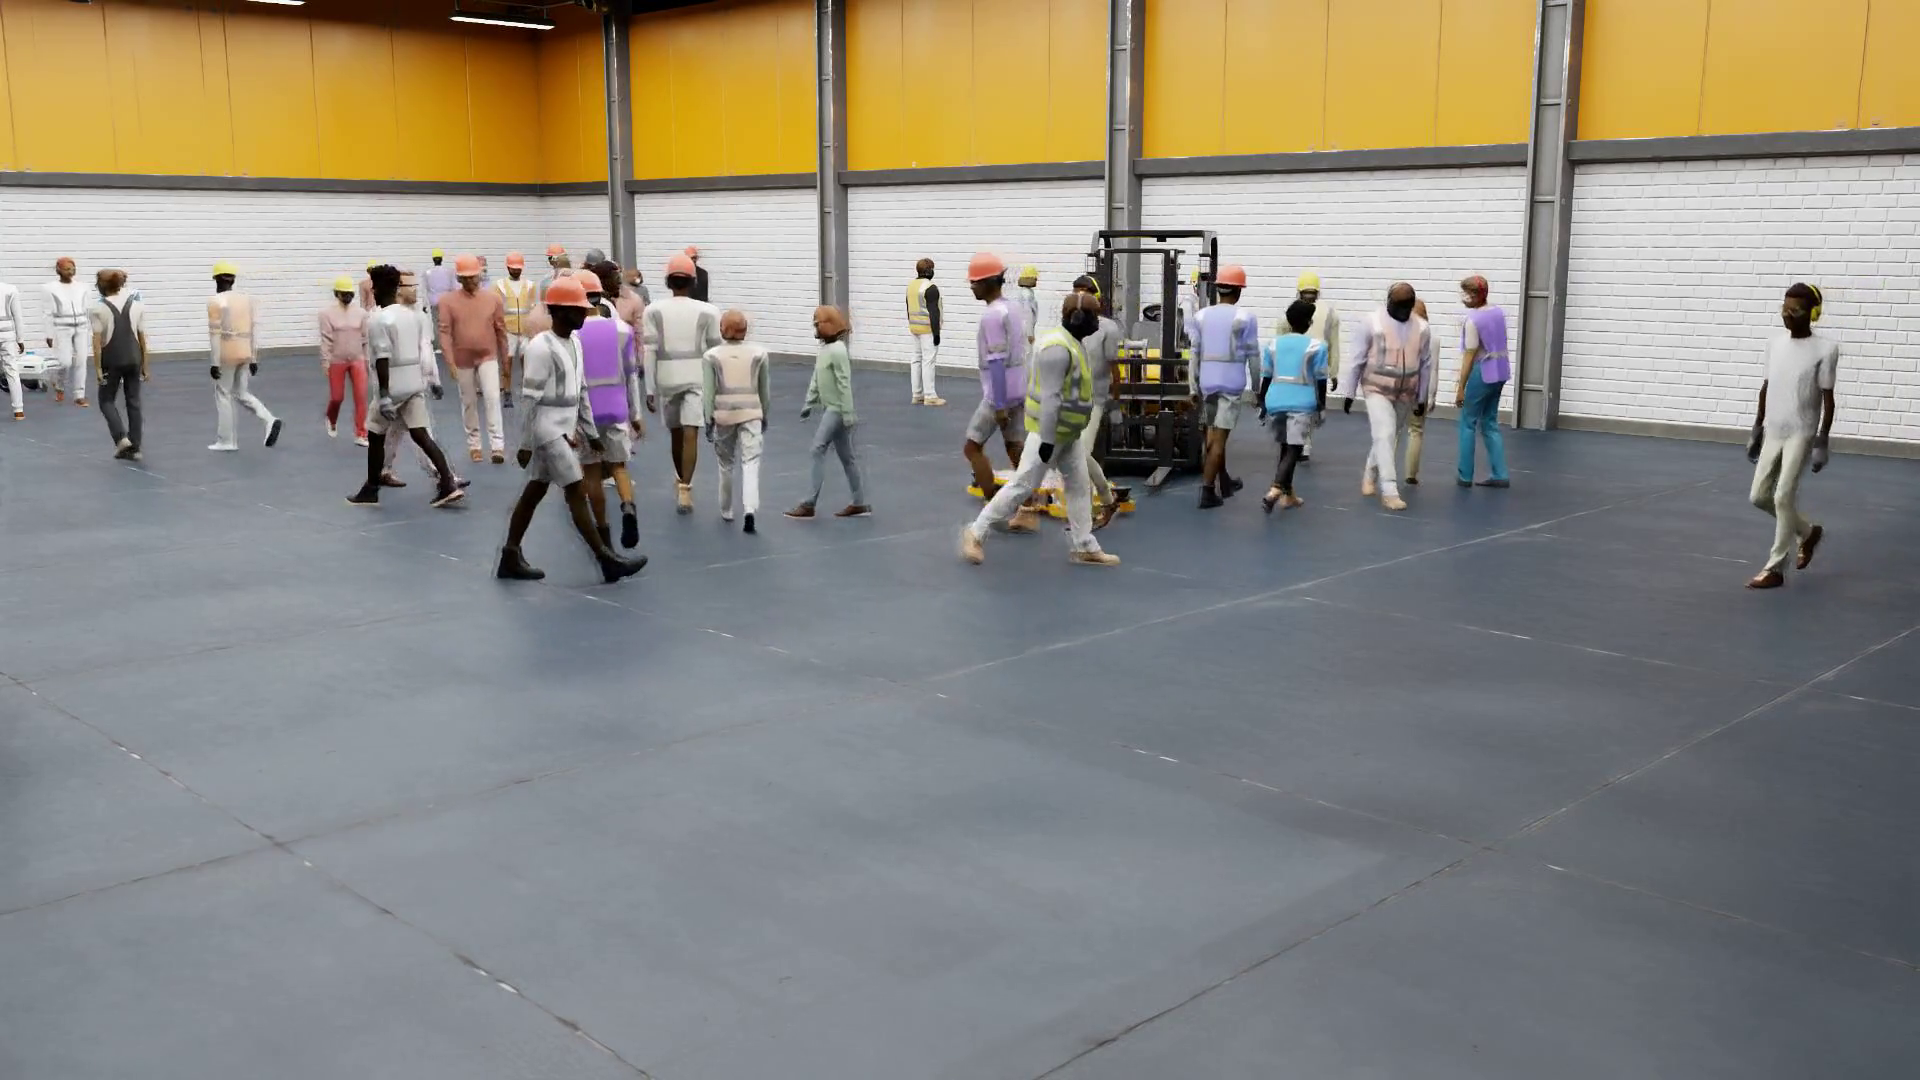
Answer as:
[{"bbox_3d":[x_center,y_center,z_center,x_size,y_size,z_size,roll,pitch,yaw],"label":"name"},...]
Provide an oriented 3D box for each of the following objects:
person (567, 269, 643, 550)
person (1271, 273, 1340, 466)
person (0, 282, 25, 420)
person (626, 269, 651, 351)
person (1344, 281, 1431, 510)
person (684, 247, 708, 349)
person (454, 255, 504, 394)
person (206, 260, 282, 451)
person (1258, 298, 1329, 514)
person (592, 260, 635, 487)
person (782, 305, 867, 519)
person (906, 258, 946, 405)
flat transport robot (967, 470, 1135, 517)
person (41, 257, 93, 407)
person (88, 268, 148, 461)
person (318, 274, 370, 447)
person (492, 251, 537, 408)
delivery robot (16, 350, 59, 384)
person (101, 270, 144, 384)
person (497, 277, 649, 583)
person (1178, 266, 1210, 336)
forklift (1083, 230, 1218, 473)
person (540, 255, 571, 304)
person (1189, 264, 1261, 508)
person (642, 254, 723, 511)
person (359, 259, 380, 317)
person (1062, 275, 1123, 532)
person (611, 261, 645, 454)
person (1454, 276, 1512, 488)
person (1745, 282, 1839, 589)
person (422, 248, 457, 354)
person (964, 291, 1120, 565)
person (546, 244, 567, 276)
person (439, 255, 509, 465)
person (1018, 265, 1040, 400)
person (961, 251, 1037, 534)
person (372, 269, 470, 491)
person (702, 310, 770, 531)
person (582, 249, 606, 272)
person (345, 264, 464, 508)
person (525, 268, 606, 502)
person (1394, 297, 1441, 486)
[{"bbox_3d":[-2.375,-0.836,11.058,0.583,1.912,0.654,-5,12,-27],"label":"person"},{"bbox_3d":[3.227,-1.610,15.632,0.612,1.783,0.919,0,10,-2],"label":"person"},{"bbox_3d":[-11.074,-2.297,19.098,0.584,1.881,0.337,-8,13,-38],"label":"person"},{"bbox_3d":[-5.190,-3.548,26.714,0.849,1.587,0.512,9,14,41],"label":"person"},{"bbox_3d":[3.400,-1.179,13.303,0.670,1.783,0.963,-3,11,-14],"label":"person"},{"bbox_3d":[-4.429,-3.929,27.870,0.626,1.951,1.047,-10,14,-44],"label":"person"},{"bbox_3d":[-6.351,-2.858,22.208,0.952,1.856,0.642,6,12,29],"label":"person"},{"bbox_3d":[-7.125,-1.815,16.450,0.711,1.896,0.595,3,11,17],"label":"person"},{"bbox_3d":[2.507,-1.010,12.695,0.551,1.655,0.775,8,13,36],"label":"person"},{"bbox_3d":[-3.025,-1.410,14.176,0.391,1.916,0.587,-3,11,-18],"label":"person"},{"bbox_3d":[-1.051,-0.947,12.482,0.762,1.604,0.514,-2,11,-13],"label":"person"},{"bbox_3d":[-0.421,-2.623,20.985,0.429,1.846,0.633,-7,12,-32],"label":"person"},{"bbox_3d":[0.698,-0.393,13.117,0.652,0.197,1.431,-6,12,-30],"label":"flat transport robot"},{"bbox_3d":[-11.090,-2.587,20.725,0.460,1.865,0.580,9,13,39],"label":"person"},{"bbox_3d":[-7.912,-1.643,15.689,0.395,1.827,0.536,9,14,41],"label":"person"},{"bbox_3d":[-6.257,-1.829,16.911,0.521,1.739,0.663,-8,13,-36],"label":"person"},{"bbox_3d":[-5.515,-2.615,20.699,0.543,1.933,0.363,-6,12,-28],"label":"person"},{"bbox_3d":[-12.686,-2.348,22.725,0.707,0.478,0.477,4,11,15],"label":"delivery robot"},{"bbox_3d":[-12.080,-3.075,24.016,0.523,1.636,0.311,-6,12,-28],"label":"person"},{"bbox_3d":[-2.430,-0.661,10.191,1.014,1.872,0.539,1,10,6],"label":"person"},{"bbox_3d":[2.494,-1.928,17.225,0.403,1.833,0.586,7,13,34],"label":"person"},{"bbox_3d":[1.804,-1.825,15.677,1.214,2.155,2.313,2,11,13],"label":"forklift"},{"bbox_3d":[-5.308,-2.884,22.359,0.643,1.871,1.019,-2,11,-8],"label":"person"},{"bbox_3d":[2.156,-1.227,13.211,0.549,1.894,0.922,8,13,38],"label":"person"},{"bbox_3d":[-2.161,-1.239,13.073,0.624,1.989,1.074,-1,10,-4],"label":"person"},{"bbox_3d":[-9.783,-3.835,27.887,0.525,1.735,0.809,-3,11,-16],"label":"person"},{"bbox_3d":[0.901,-0.968,11.953,0.372,1.848,0.541,-8,13,-36],"label":"person"},{"bbox_3d":[-3.378,-1.765,16.207,0.665,1.886,0.399,-2,11,-13],"label":"person"},{"bbox_3d":[4.356,-1.318,14.000,0.630,1.803,0.558,-9,14,-41],"label":"person"},{"bbox_3d":[5.066,-0.628,10.099,0.621,1.847,0.535,-4,11,-21],"label":"person"},{"bbox_3d":[-9.305,-4.267,29.768,0.608,1.911,0.667,-5,11,-24],"label":"person"},{"bbox_3d":[0.516,-0.710,10.744,0.973,1.791,0.652,3,11,18],"label":"person"},{"bbox_3d":[-6.108,-3.499,25.348,0.376,1.995,0.612,1,10,4],"label":"person"},{"bbox_3d":[-4.477,-1.652,15.403,0.610,1.939,1.016,-3,11,-17],"label":"person"},{"bbox_3d":[0.896,-2.699,21.672,0.295,1.744,0.485,-1,10,-6],"label":"person"},{"bbox_3d":[0.265,-1.024,11.789,0.642,2.009,0.663,4,11,21],"label":"person"},{"bbox_3d":[-4.598,-1.337,13.946,0.986,1.852,0.667,2,11,12],"label":"person"},{"bbox_3d":[-1.626,-0.880,12.143,0.500,1.596,0.836,-1,10,-8],"label":"person"},{"bbox_3d":[-4.628,-2.745,21.114,1.065,2.000,0.731,9,14,40],"label":"person"},{"bbox_3d":[-4.359,-1.195,13.019,0.995,1.921,0.615,3,11,18],"label":"person"},{"bbox_3d":[-3.078,-1.198,13.132,0.673,1.871,0.462,-8,13,-37],"label":"person"},{"bbox_3d":[3.765,-1.232,14.018,0.509,1.615,0.627,5,11,25],"label":"person"}]
